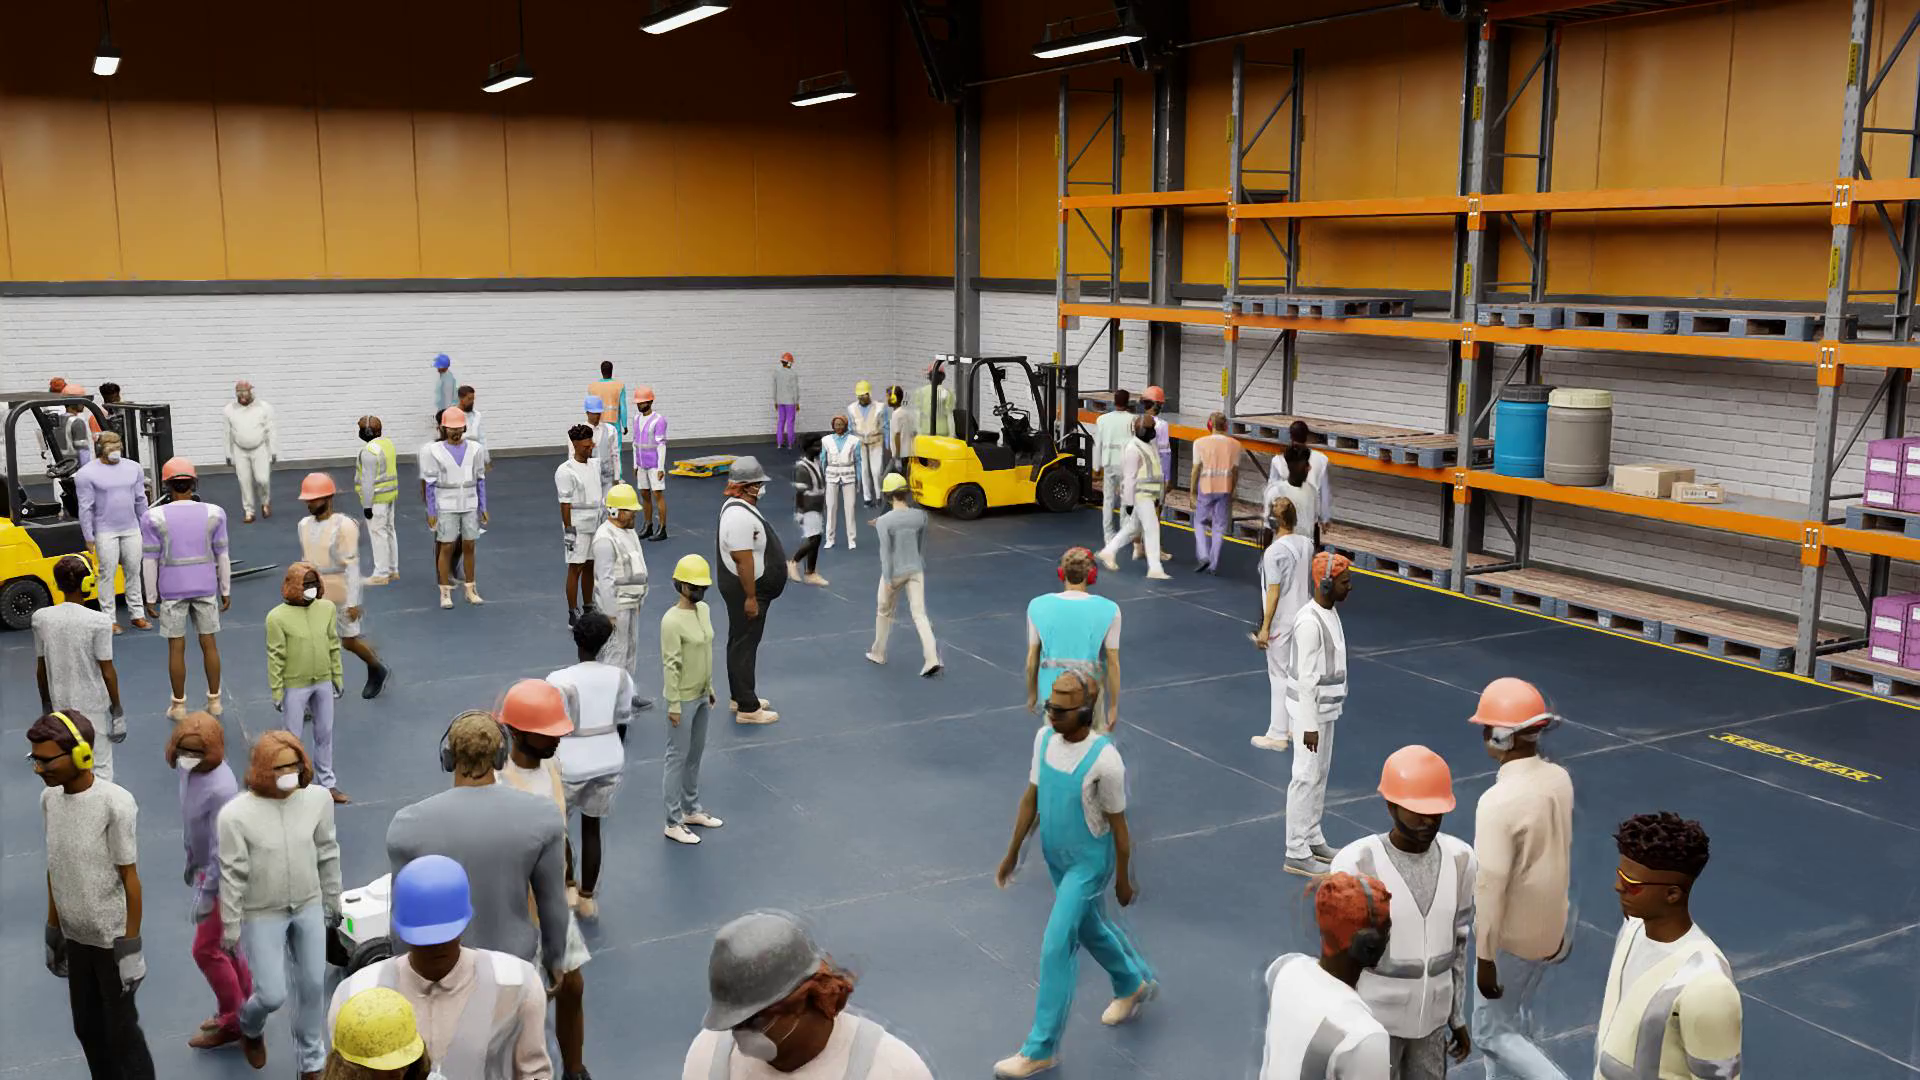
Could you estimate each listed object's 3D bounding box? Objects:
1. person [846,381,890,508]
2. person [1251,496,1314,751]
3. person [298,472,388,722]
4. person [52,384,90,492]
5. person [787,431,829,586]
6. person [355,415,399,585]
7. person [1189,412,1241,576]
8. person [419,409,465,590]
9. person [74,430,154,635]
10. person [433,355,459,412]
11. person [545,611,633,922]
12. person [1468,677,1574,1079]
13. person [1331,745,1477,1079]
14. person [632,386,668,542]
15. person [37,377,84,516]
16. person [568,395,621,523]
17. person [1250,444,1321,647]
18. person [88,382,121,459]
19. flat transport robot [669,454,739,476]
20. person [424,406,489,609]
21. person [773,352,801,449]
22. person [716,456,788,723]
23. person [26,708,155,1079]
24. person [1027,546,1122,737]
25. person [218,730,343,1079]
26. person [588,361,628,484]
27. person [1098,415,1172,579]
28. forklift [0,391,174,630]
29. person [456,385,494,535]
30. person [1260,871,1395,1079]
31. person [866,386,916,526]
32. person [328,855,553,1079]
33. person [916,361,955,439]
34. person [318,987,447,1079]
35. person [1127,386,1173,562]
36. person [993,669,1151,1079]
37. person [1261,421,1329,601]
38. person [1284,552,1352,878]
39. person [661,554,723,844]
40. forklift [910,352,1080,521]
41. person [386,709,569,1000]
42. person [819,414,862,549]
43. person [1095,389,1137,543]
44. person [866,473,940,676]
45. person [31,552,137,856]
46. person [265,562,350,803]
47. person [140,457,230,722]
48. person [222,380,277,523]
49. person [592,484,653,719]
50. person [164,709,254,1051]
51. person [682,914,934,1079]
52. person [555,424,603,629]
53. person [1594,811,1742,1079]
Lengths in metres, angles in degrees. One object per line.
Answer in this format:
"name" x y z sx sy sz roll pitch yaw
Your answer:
"person" -1.282 -1.325 23.178 0.605 1.803 0.497 2 10 9
"person" 2.327 0.601 11.977 0.505 1.841 0.347 -9 13 -43
"person" -4.860 0.401 12.961 0.555 1.908 0.893 3 10 18
"person" -10.333 -0.805 19.500 0.615 2.038 0.395 7 12 35
"person" -1.605 -0.326 17.755 0.398 1.684 0.545 3 10 15
"person" -6.292 -0.428 17.939 0.429 1.838 0.632 1 10 4
"person" 2.818 -0.508 18.426 0.592 1.818 0.455 -1 10 -7
"person" -5.406 -0.433 17.640 0.462 1.939 0.686 8 12 38
"person" -7.924 -0.071 15.610 0.385 1.929 0.635 7 12 37
"person" -8.388 -2.076 27.209 0.381 1.910 0.673 -3 10 -17
"person" -2.012 1.219 8.907 0.593 1.663 0.351 -9 14 -43
"person" 2.217 1.510 6.389 0.752 1.964 0.636 10 14 44
"person" 1.529 1.637 5.734 0.547 1.938 0.379 -3 10 -16
"person" -3.872 -0.945 20.632 0.544 1.930 0.389 7 12 37
"person" -12.203 -1.270 22.632 0.575 1.881 0.356 -5 11 -29
"person" -4.220 -0.707 19.237 0.614 1.939 0.417 -6 12 -32
"person" 2.924 0.091 14.695 0.617 1.922 0.983 -8 13 -39
"person" -10.619 -1.003 20.857 0.368 1.961 0.613 1 10 6
"flat transport robot" -3.990 -1.212 26.933 0.652 0.197 1.431 6 12 32
"person" -5.048 -0.327 16.740 0.614 2.041 0.393 -7 12 -34
"person" -3.142 -2.540 30.312 0.571 1.749 0.341 7 12 34
"person" -1.591 0.365 12.761 0.536 2.000 0.672 -2 10 -13
"person" -3.361 1.557 6.446 0.533 1.855 0.346 5 11 26
"person" 0.692 0.940 10.075 0.577 1.818 0.726 2 10 9
"person" -2.895 1.569 7.045 0.471 1.616 0.536 9 13 41
"person" -5.406 -1.792 25.563 0.587 1.911 0.397 1 10 5
"person" 1.946 -0.485 18.403 0.894 1.828 0.635 4 11 22
"forklift" -9.026 -0.363 16.508 1.214 2.155 2.313 6 11 29
"person" -6.276 -1.018 21.132 0.484 1.903 0.609 4 10 20
"person" 0.978 1.852 4.800 0.940 1.848 0.581 -2 10 -10
"person" -0.891 -1.088 21.711 0.794 1.839 0.510 3 10 19
"person" -1.468 1.811 4.743 0.622 1.936 0.423 -3 10 -14
"person" -0.364 -1.542 23.812 0.621 2.019 0.615 4 11 24
"person" -1.480 1.981 4.341 0.322 1.735 0.485 7 12 34
"person" 2.215 -0.762 19.247 0.374 2.043 0.608 -9 13 -42
"person" 0.564 1.424 7.391 0.965 1.807 0.511 -6 12 -33
"person" 3.376 -0.271 16.880 0.617 1.871 0.965 -2 10 -9
"person" 2.069 0.997 9.598 0.360 1.880 0.575 5 11 24
"person" -1.634 0.954 10.165 0.321 1.765 0.533 3 10 17
"forklift" 0.460 -1.461 22.833 2.313 2.155 1.214 -5 11 -28
"person" -1.759 1.574 6.136 0.636 1.930 0.371 -4 11 -24
"person" -1.438 -0.701 20.077 0.518 1.636 0.315 0 10 -1
"person" 1.966 -0.902 20.470 0.605 1.898 0.442 3 10 18
"person" -0.471 0.286 14.181 0.498 1.707 0.963 -5 11 -29
"person" -5.094 0.997 9.653 0.511 1.862 0.324 2 10 9
"person" -4.185 0.938 10.662 0.271 1.627 0.501 7 12 35
"person" -5.912 0.377 12.731 0.611 2.032 0.411 -7 12 -35
"person" -9.400 -1.169 22.002 0.672 1.894 0.423 -2 10 -13
"person" -2.604 0.468 12.816 0.403 1.819 0.601 1 10 7
"person" -3.320 1.507 7.433 0.410 1.610 0.530 -8 13 -39
"person" -0.405 1.858 4.164 0.713 2.000 0.677 4 11 22
"person" -3.576 -0.128 15.815 0.367 1.966 0.607 4 11 20
"person" 2.073 1.756 4.965 0.367 1.964 0.609 0 10 1
